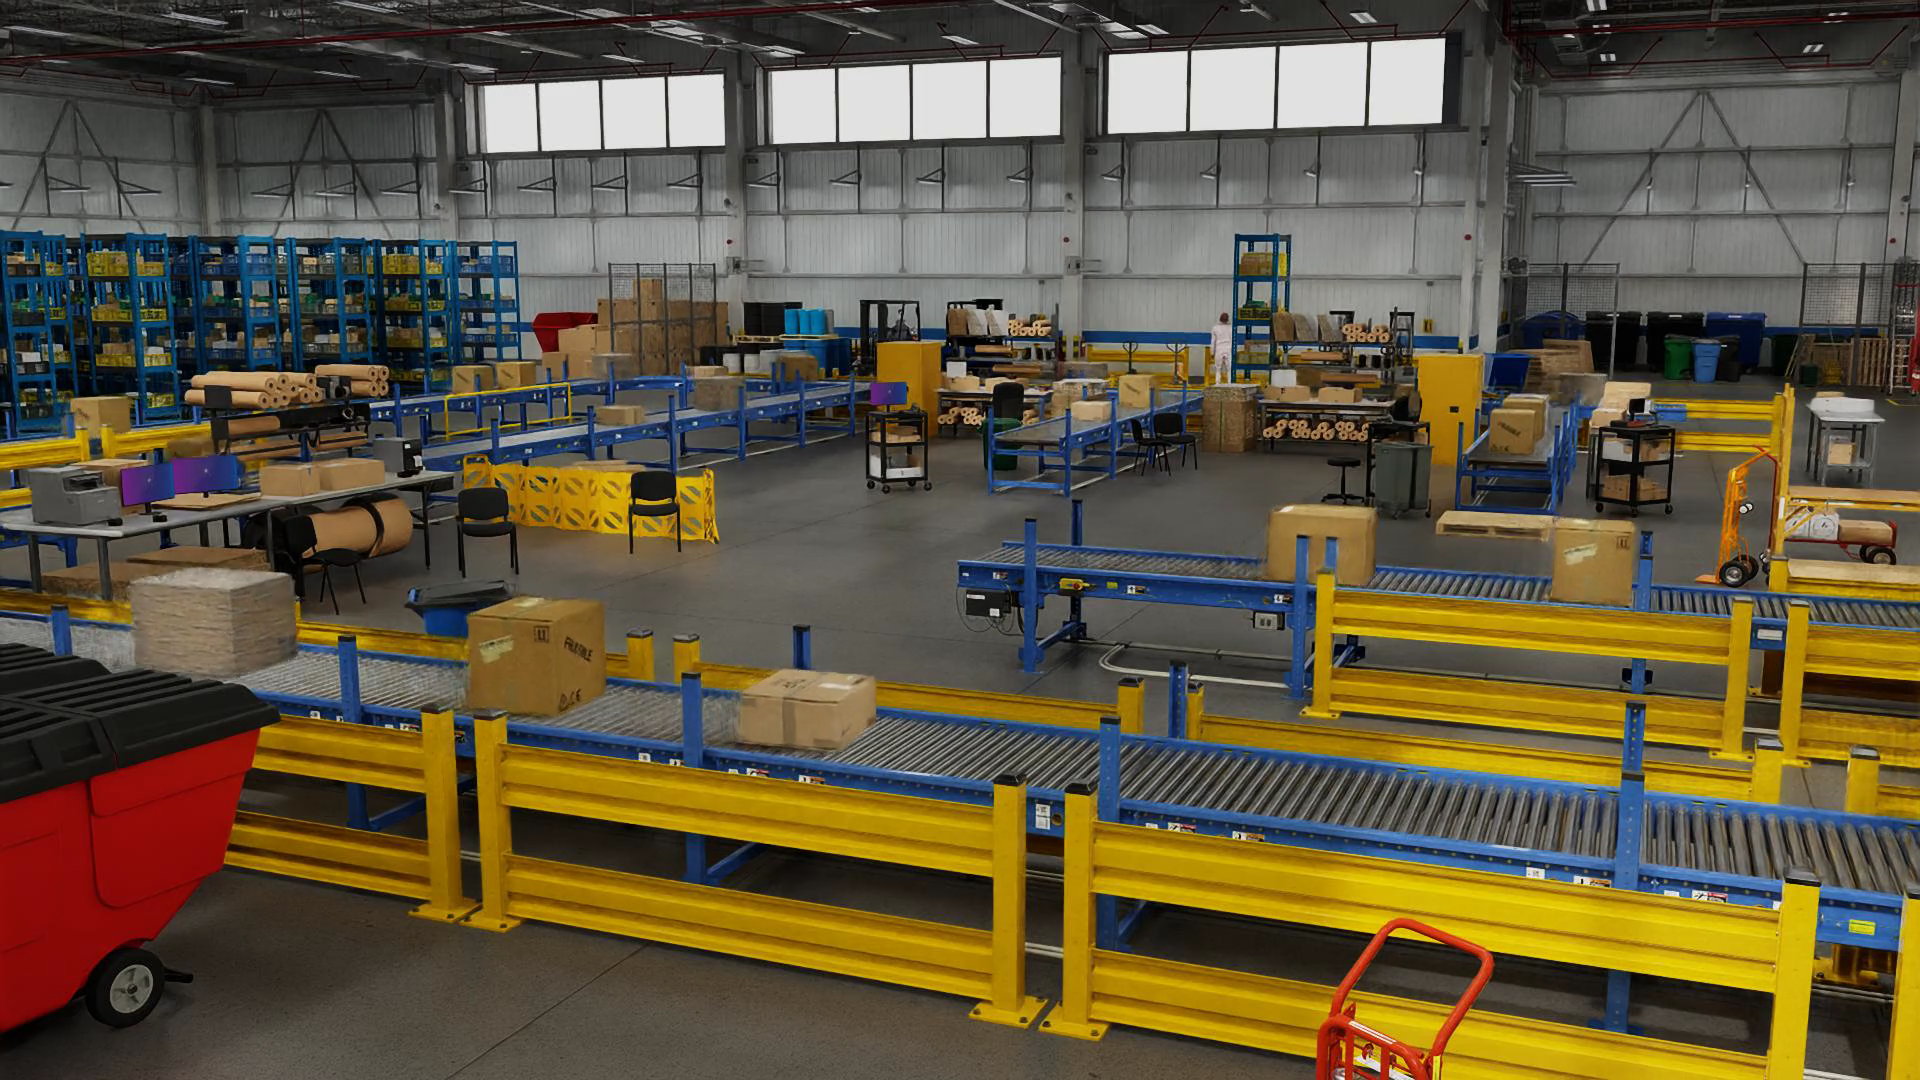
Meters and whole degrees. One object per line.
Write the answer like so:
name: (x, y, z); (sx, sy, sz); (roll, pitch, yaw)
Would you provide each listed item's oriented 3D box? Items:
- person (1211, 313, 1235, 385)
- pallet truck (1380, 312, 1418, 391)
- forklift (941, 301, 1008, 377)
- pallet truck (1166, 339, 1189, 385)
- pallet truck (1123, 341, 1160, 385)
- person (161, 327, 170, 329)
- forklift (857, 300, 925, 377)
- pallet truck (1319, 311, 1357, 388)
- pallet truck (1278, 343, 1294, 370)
person: (6.350, -4.514, 40.046); (0.641, 1.909, 0.409); (0, 9, 0)
pallet truck: (10.207, -4.283, 38.369); (0.823, 1.965, 1.885); (3, 10, 20)
forklift: (0.365, -4.966, 41.571); (1.157, 1.987, 2.680); (3, 10, 20)
pallet truck: (5.418, -4.269, 40.420); (0.704, 1.261, 1.522); (3, 10, 20)
pallet truck: (4.445, -4.380, 41.279); (0.680, 1.201, 1.601); (4, 10, 22)
person: (-17.691, -4.020, 37.271); (0.568, 1.839, 0.388); (9, 13, 42)
forklift: (-1.732, -5.109, 42.468); (1.157, 1.987, 2.680); (4, 10, 22)
pallet truck: (9.071, -4.419, 39.190); (0.823, 1.965, 1.885); (5, 10, 26)
pallet truck: (7.886, -4.163, 39.743); (0.653, 1.274, 1.630); (4, 10, 22)
